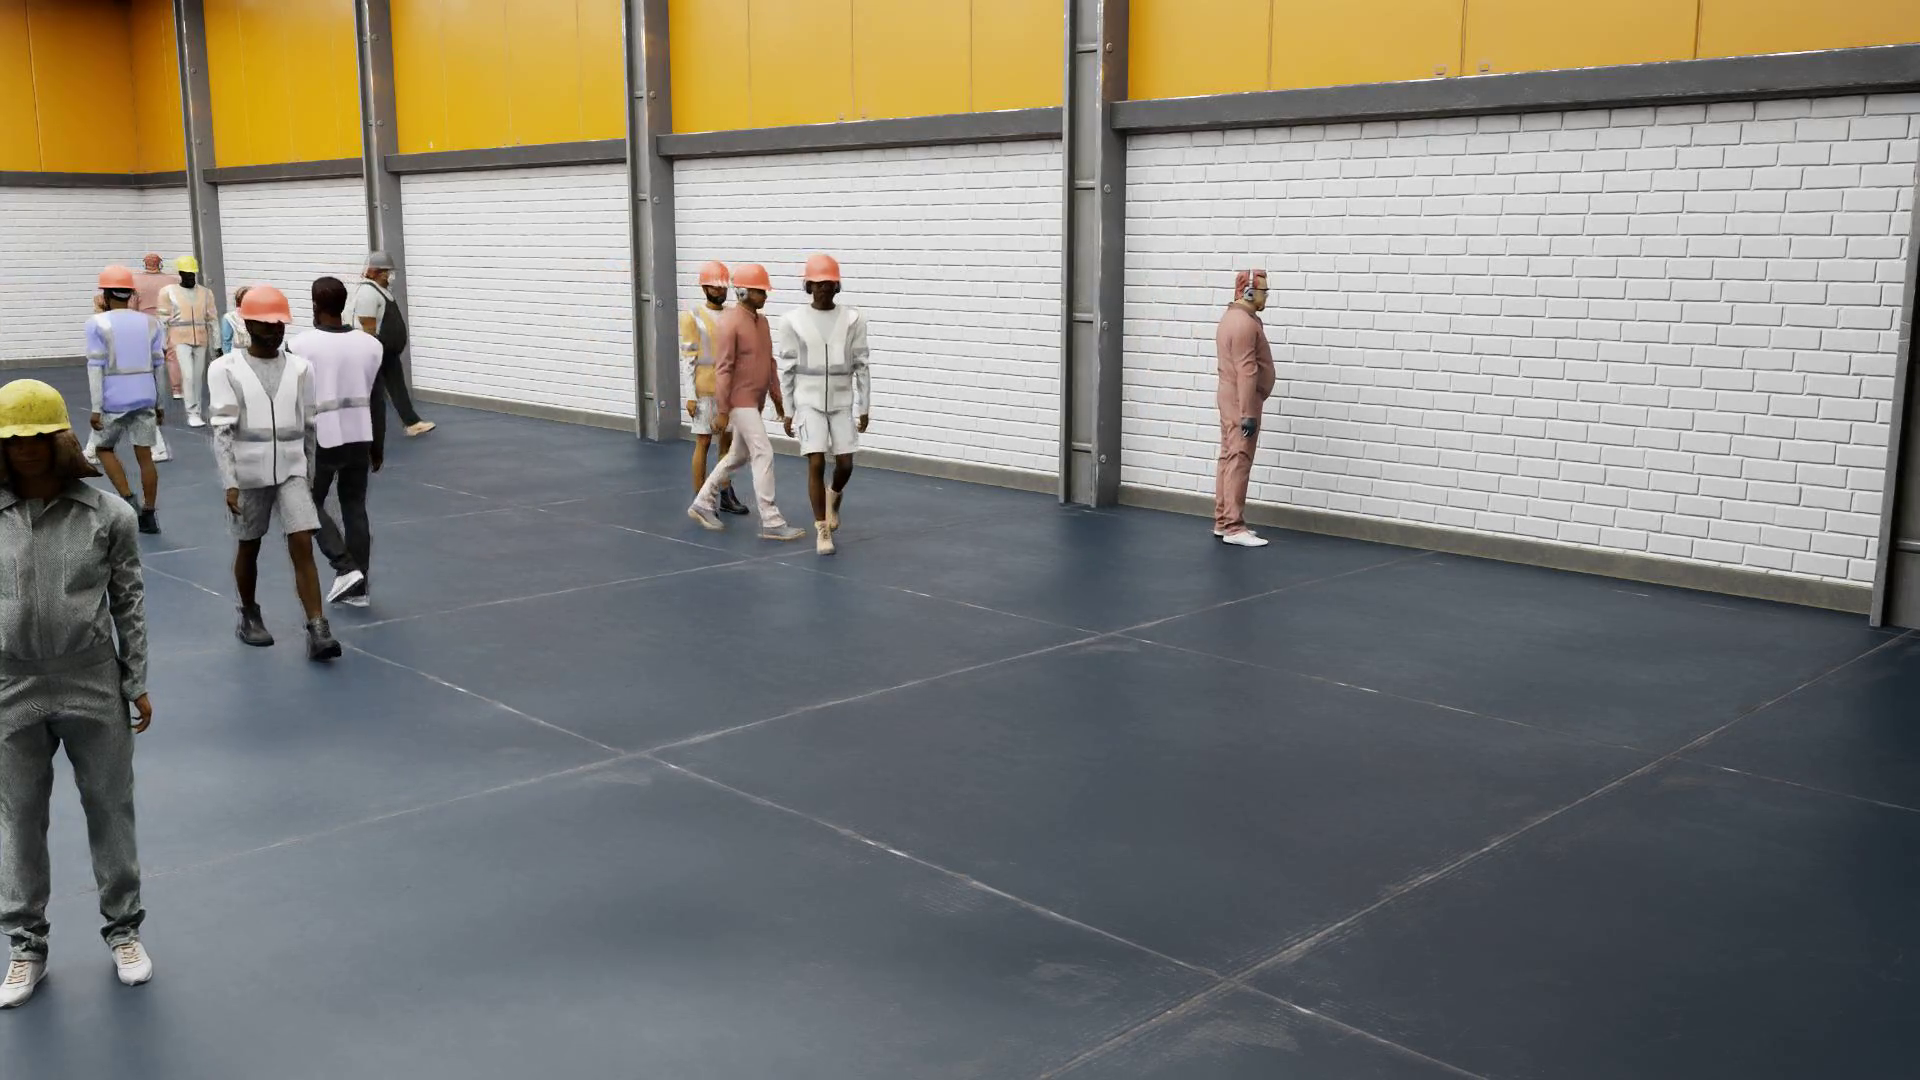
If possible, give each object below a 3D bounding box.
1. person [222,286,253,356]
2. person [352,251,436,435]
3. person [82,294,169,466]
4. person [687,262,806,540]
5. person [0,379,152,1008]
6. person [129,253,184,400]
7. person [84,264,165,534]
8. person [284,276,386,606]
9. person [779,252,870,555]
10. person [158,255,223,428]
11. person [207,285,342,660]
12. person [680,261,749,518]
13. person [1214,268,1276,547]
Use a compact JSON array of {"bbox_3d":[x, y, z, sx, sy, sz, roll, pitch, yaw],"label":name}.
[{"bbox_3d":[-7.350,-1.801,17.135,0.670,1.620,0.523,10,14,43],"label":"person"},{"bbox_3d":[-6.179,-2.087,17.525,1.047,2.000,0.686,0,10,-2],"label":"person"},{"bbox_3d":[-7.831,-1.478,15.417,0.847,1.592,0.522,-2,11,-12],"label":"person"},{"bbox_3d":[-1.570,-0.987,11.793,0.949,1.956,0.602,3,11,14],"label":"person"},{"bbox_3d":[-2.524,0.423,4.649,0.484,1.745,0.296,-5,11,-25],"label":"person"},{"bbox_3d":[-10.389,-2.759,21.557,0.655,1.904,0.407,-4,11,-22],"label":"person"},{"bbox_3d":[-5.952,-0.995,11.875,0.438,1.921,0.578,8,13,36],"label":"person"},{"bbox_3d":[-3.567,-0.552,9.526,0.452,1.901,0.625,9,14,40],"label":"person"},{"bbox_3d":[-0.922,-0.940,11.319,0.610,2.024,0.698,-2,11,-12],"label":"person"},{"bbox_3d":[-8.496,-2.193,18.458,0.682,1.903,0.622,9,14,41],"label":"person"},{"bbox_3d":[-3.477,-0.336,8.407,0.546,1.884,0.996,-8,13,-37],"label":"person"},{"bbox_3d":[-1.837,-1.134,12.611,0.552,1.937,0.356,-10,14,-43],"label":"person"},{"bbox_3d":[1.977,-0.918,11.521,0.403,1.904,0.652,0,10,-1],"label":"person"}]
